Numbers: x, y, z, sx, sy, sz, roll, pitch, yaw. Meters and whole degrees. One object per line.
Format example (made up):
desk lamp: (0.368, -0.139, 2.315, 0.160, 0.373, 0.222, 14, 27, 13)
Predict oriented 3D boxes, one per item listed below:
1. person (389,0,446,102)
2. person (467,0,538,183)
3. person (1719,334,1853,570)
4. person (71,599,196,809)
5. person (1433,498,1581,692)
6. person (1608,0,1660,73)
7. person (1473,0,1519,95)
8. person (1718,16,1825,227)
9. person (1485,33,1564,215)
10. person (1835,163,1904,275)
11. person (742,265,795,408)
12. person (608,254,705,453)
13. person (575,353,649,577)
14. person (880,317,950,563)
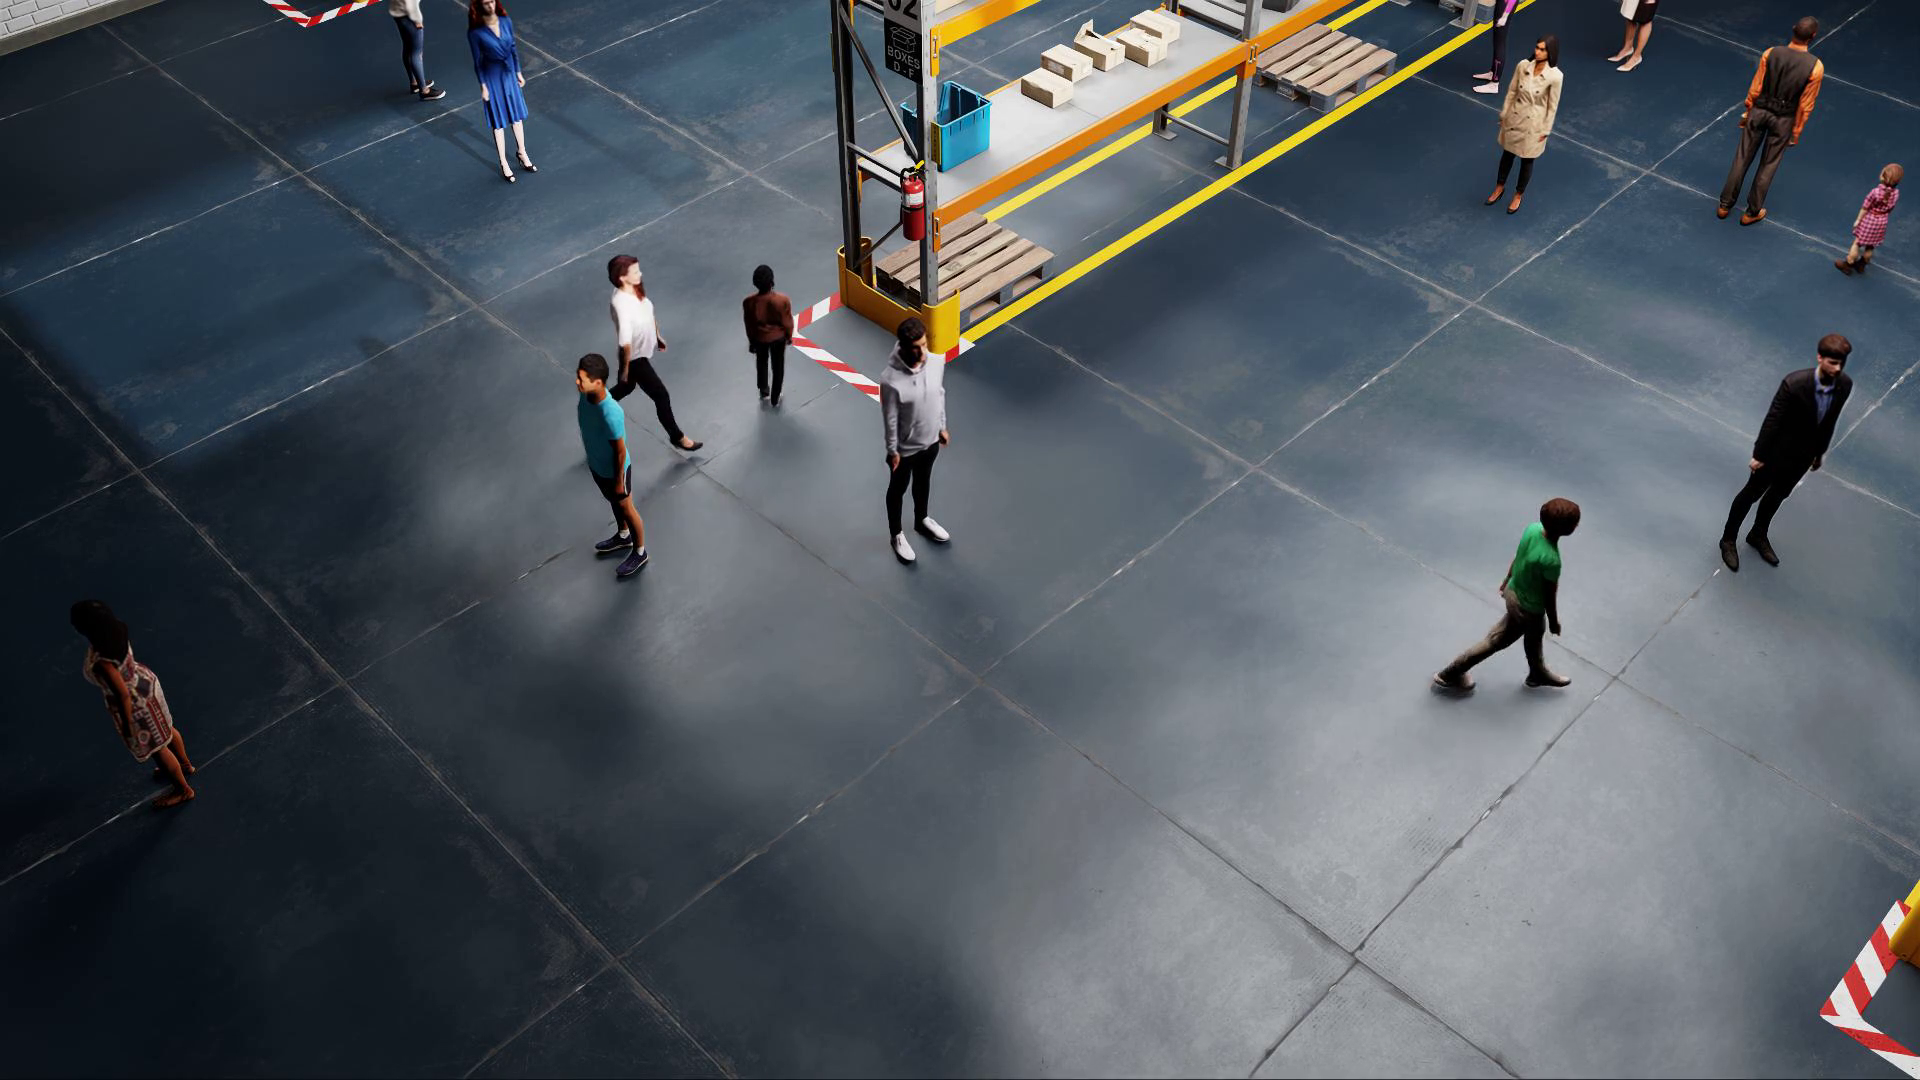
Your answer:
person: (-5.378, -5.117, 16.163, 0.608, 1.692, 0.664, -25, 49, -24)
person: (-4.150, -4.131, 15.028, 0.660, 1.829, 0.492, 34, 53, 30)
person: (5.629, -0.626, 11.302, 0.753, 1.894, 0.849, -7, 44, -7)
person: (-4.876, 0.943, 9.834, 0.713, 1.645, 0.726, -11, 45, -11)
person: (3.451, 0.403, 10.427, 1.098, 1.611, 1.094, 3, 44, 3)
person: (6.851, -5.523, 16.545, 0.692, 1.751, 0.681, -10, 45, -10)
person: (5.327, -5.222, 16.231, 0.713, 1.750, 0.617, 11, 45, 11)
person: (7.054, -3.643, 14.458, 0.724, 1.908, 0.642, 28, 50, 26)
person: (4.991, -3.672, 14.653, 0.500, 1.682, 0.641, -35, 53, -31)
person: (7.765, -2.730, 14.143, 0.491, 1.021, 0.556, -3, 44, -3)
person: (-1.464, -1.523, 12.712, 0.602, 1.247, 0.662, 0, 44, 0)
person: (-2.474, -1.318, 12.131, 1.183, 1.752, 1.067, -3, 44, -3)
person: (-2.370, -0.532, 11.288, 0.575, 1.776, 0.646, -26, 49, -25)
person: (-0.332, -0.720, 11.374, 0.546, 1.930, 0.743, -31, 52, -28)
